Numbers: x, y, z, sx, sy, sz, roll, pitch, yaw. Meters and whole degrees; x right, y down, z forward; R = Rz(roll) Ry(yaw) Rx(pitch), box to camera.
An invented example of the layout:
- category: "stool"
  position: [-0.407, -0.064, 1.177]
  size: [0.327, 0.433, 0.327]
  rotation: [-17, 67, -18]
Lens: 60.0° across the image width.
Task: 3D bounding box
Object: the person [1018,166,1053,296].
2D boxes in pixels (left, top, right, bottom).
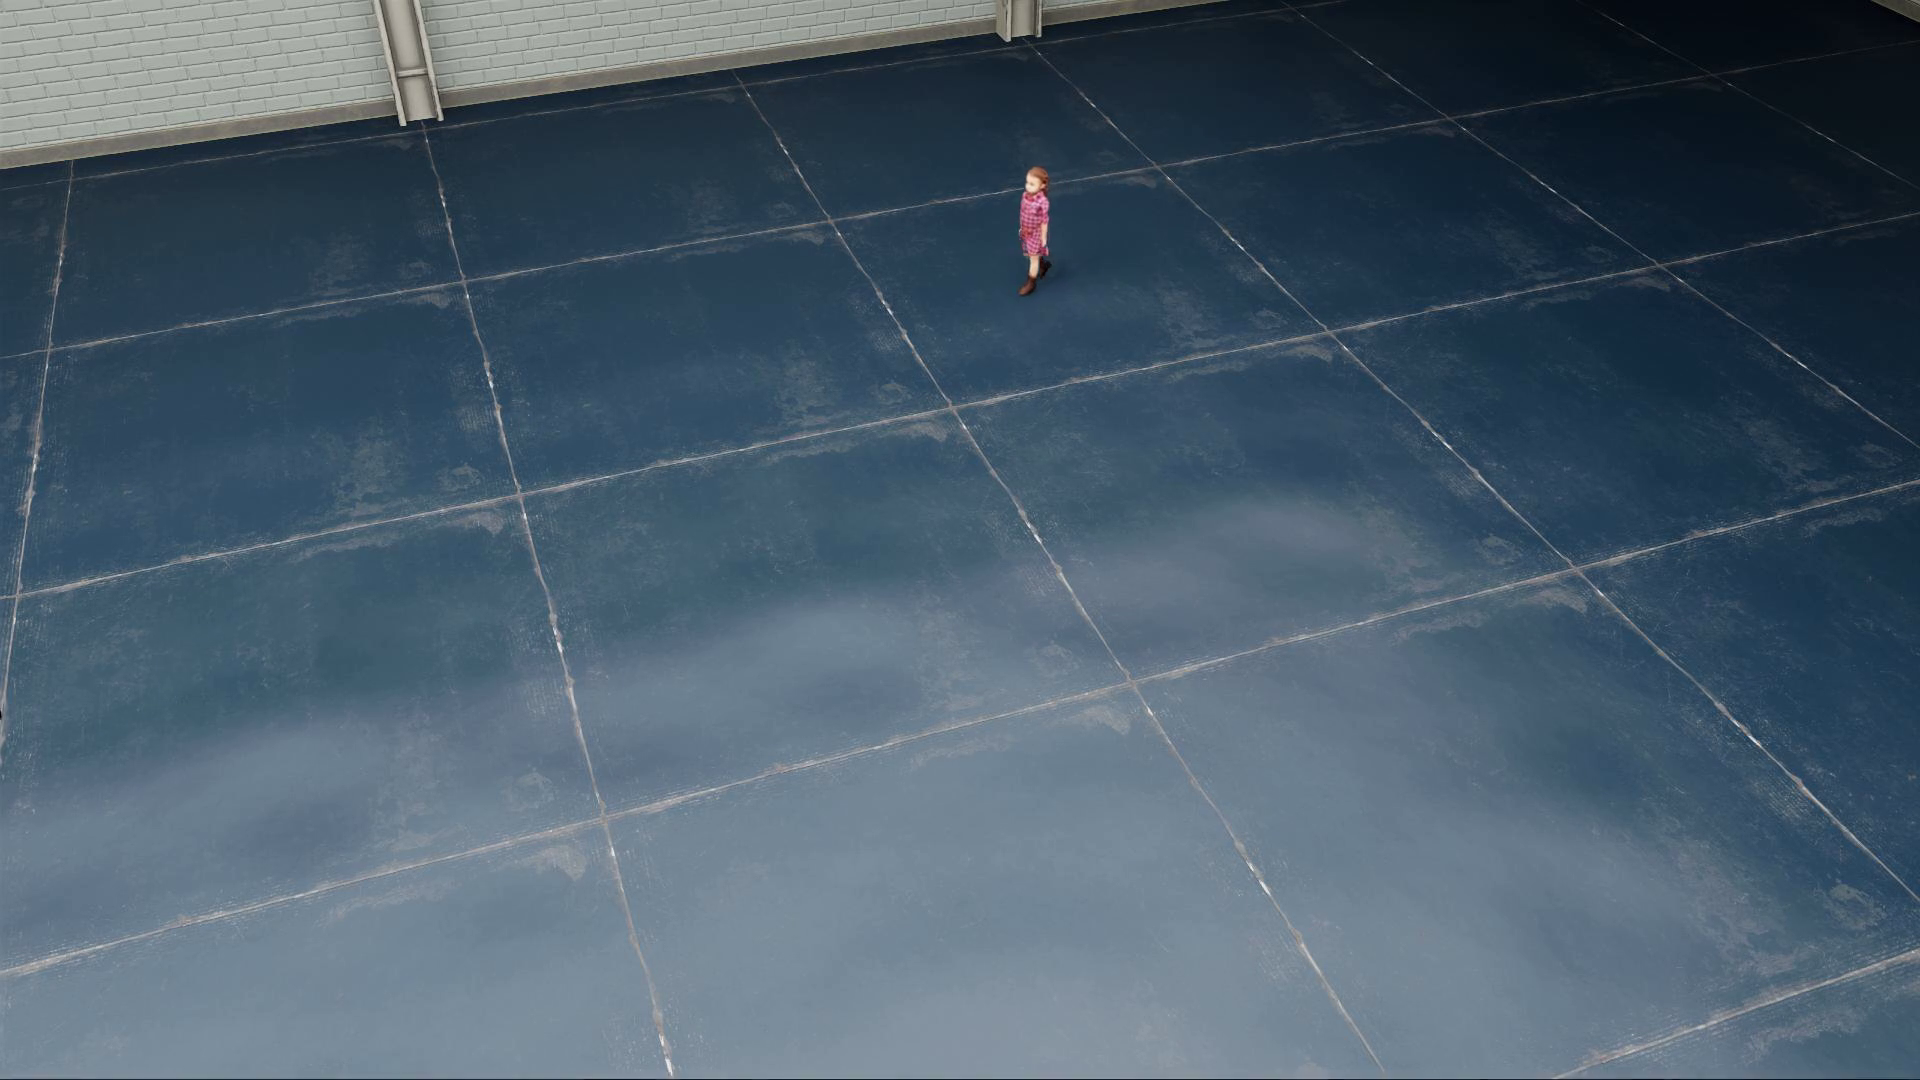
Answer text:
- category: "person"
  position: [0.596, -2.380, 12.676]
  size: [0.646, 1.020, 0.542]
  rotation: [-29, 47, -32]
